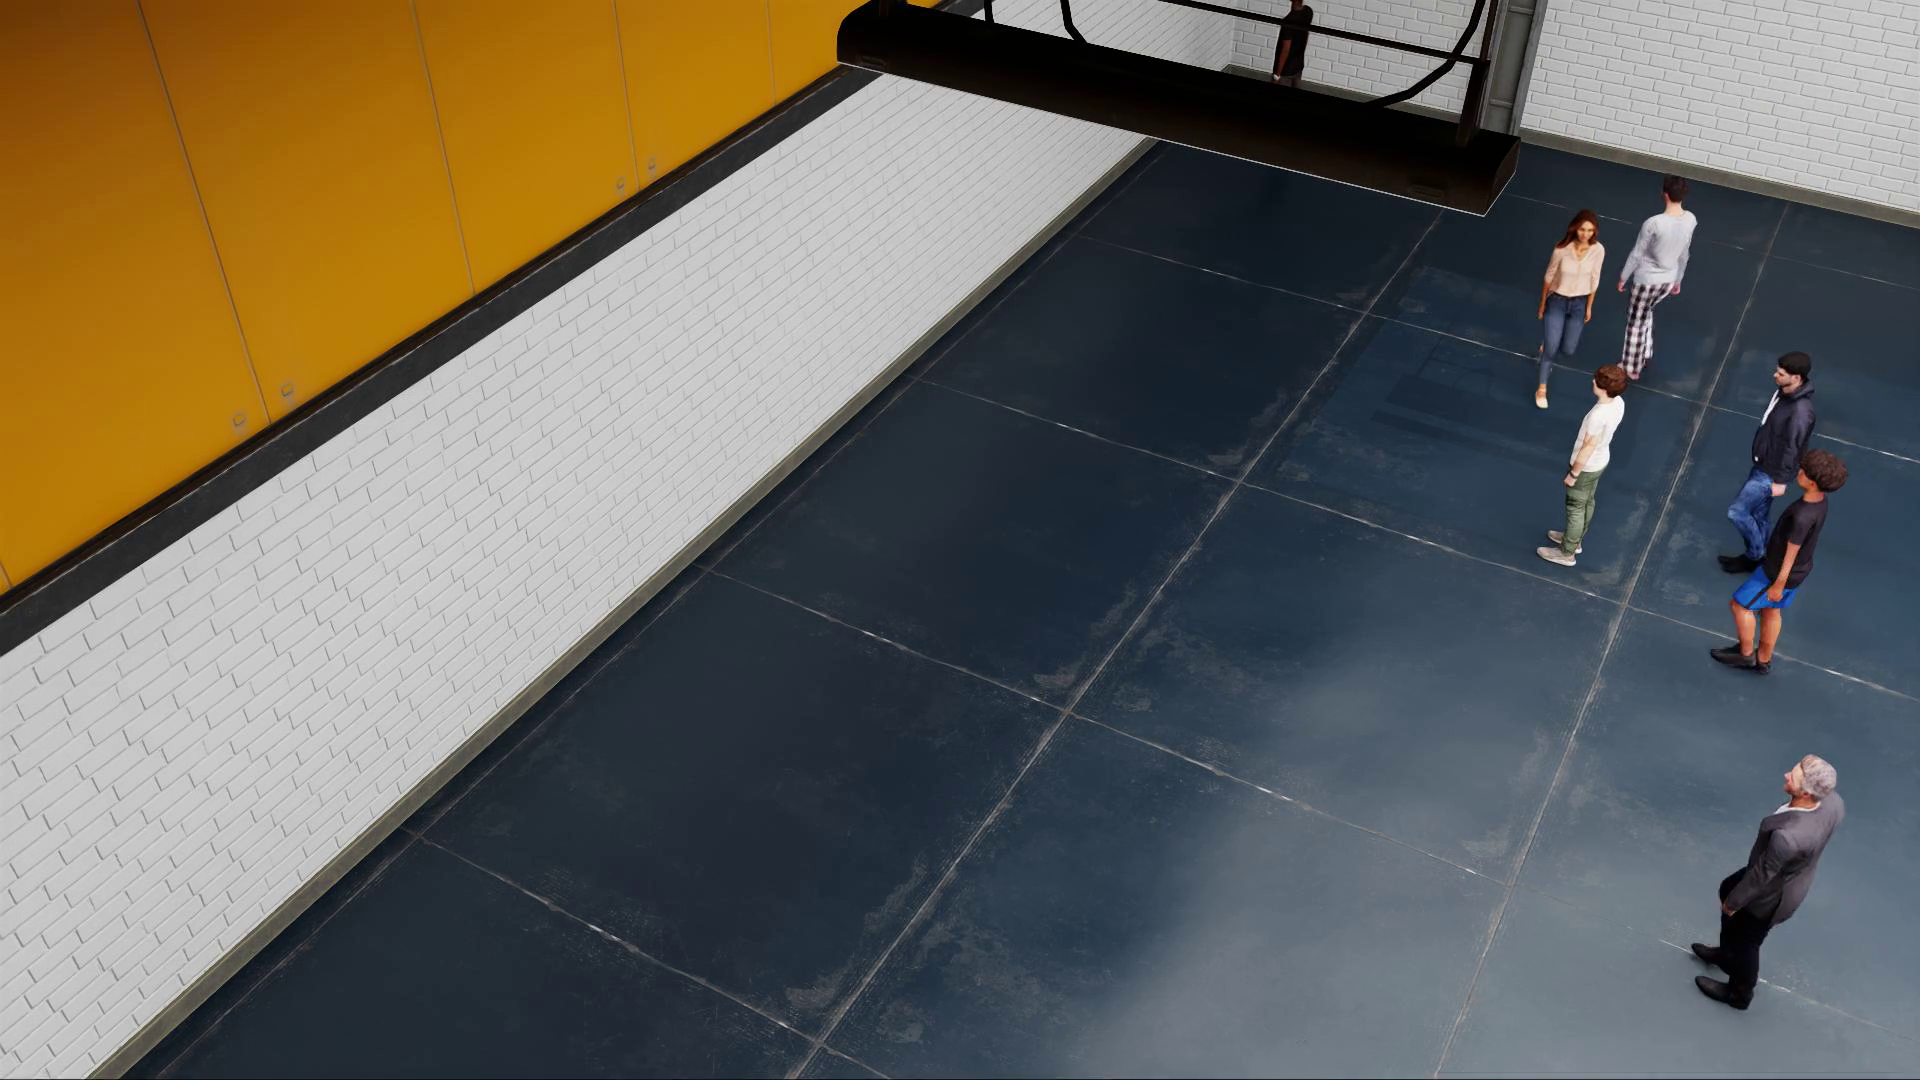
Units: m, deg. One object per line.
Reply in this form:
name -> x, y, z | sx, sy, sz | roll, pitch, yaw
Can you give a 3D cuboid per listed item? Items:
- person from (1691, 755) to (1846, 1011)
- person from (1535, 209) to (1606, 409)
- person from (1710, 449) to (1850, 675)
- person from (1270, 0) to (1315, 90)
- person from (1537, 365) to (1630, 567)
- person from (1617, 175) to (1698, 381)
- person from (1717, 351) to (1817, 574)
person -> 4.389, 1.871, 8.846 | 0.768, 1.821, 0.823 | 32, 48, 33
person -> 4.967, -1.964, 13.684 | 0.887, 1.777, 0.852 | 4, 39, 5
person -> 5.513, 0.216, 10.953 | 0.651, 1.778, 0.668 | 26, 46, 29
person -> 3.459, -4.954, 17.405 | 0.608, 1.805, 0.689 | 30, 48, 32
person -> 4.537, -0.546, 12.005 | 0.563, 1.654, 0.587 | 26, 45, 29
person -> 5.815, -2.116, 13.827 | 0.808, 1.834, 0.868 | -9, 39, -11
person -> 5.855, -0.502, 11.787 | 0.726, 1.859, 0.781 | 10, 40, 12
